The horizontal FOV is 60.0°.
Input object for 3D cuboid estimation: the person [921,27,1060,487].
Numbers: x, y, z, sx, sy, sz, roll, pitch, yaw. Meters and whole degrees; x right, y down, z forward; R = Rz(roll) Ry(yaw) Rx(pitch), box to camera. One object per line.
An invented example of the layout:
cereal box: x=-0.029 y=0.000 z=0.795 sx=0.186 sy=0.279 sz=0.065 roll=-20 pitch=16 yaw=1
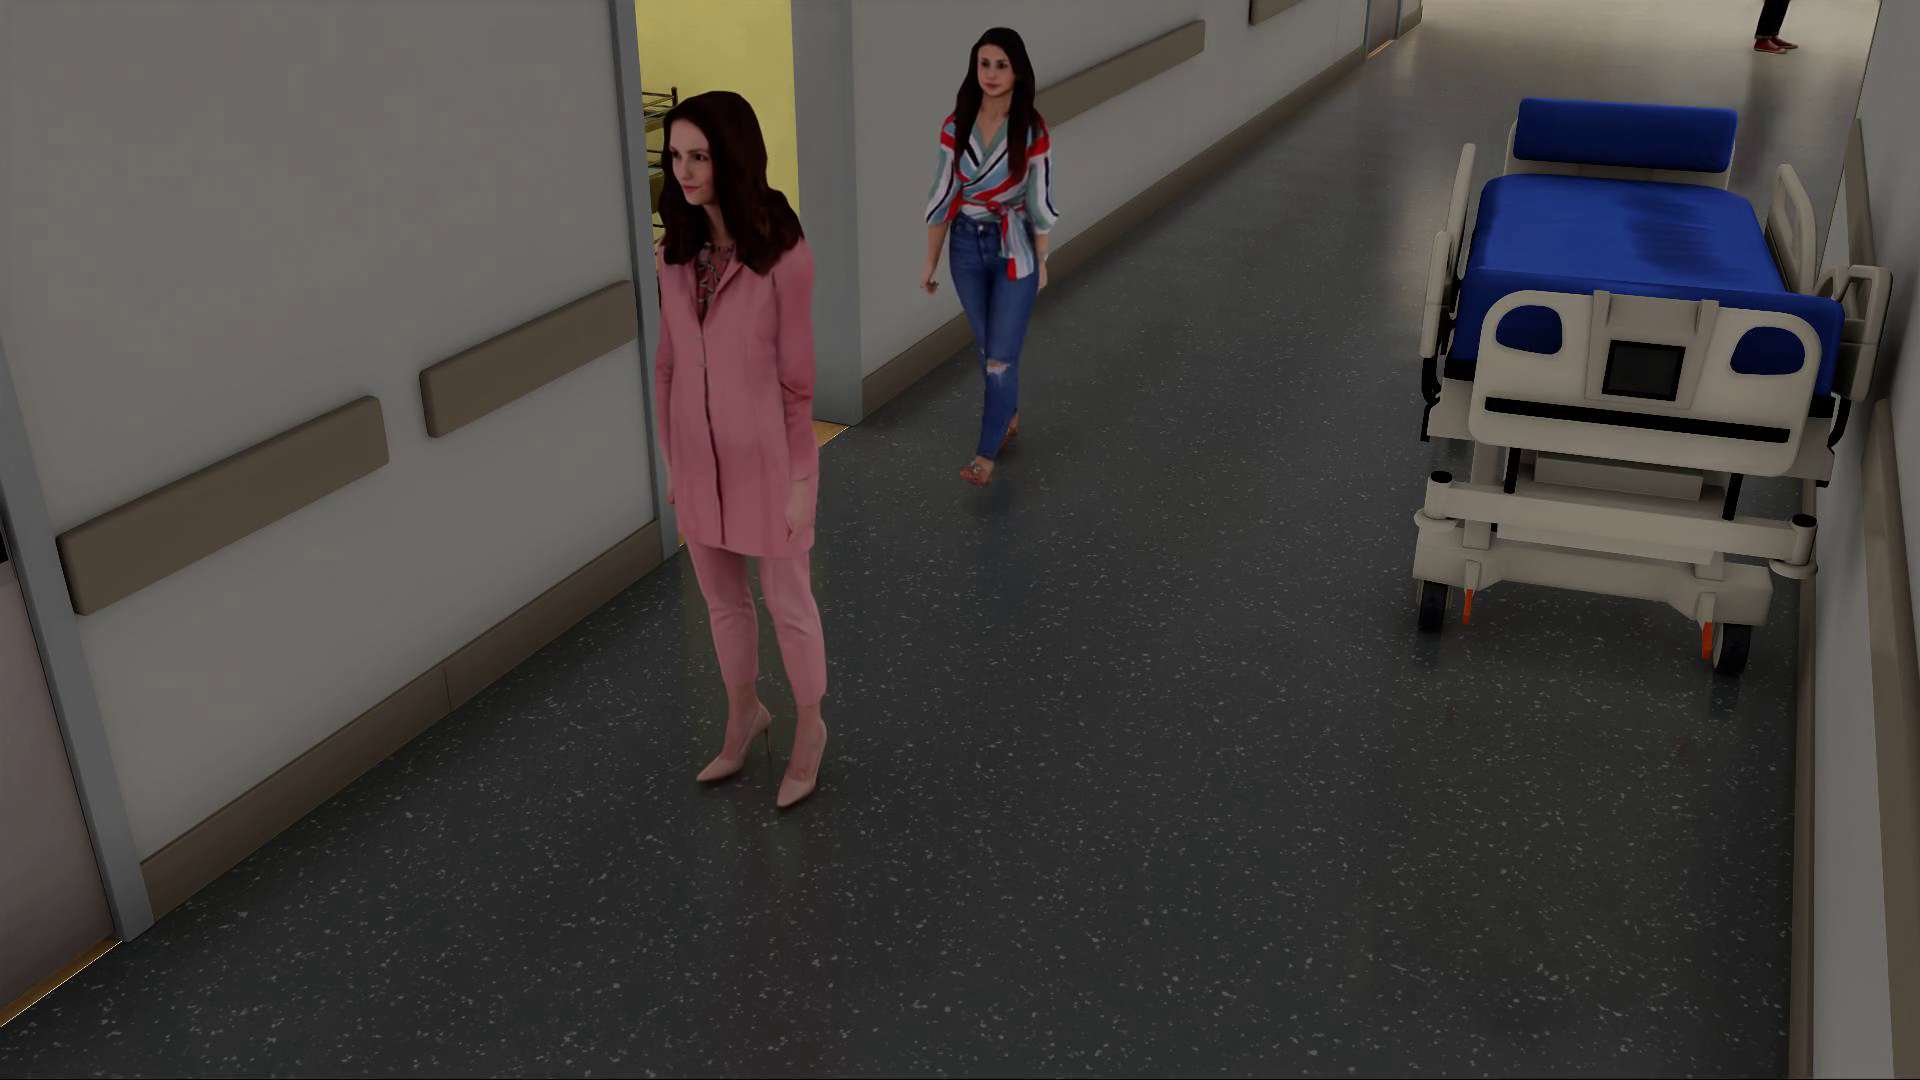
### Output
person: x=0.150 y=-1.037 z=6.066 sx=0.907 sy=1.581 sz=0.645 roll=11 pitch=28 yaw=22

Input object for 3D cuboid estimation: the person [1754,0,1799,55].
person: x=7.215 y=-5.152 z=14.391 sx=0.664 sy=1.761 sz=0.747 roll=19 pitch=32 yaw=34

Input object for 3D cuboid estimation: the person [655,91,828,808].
person: x=-0.513 y=-0.181 z=4.039 sx=0.447 sy=1.799 sz=0.656 roll=11 pitch=28 yaw=22
